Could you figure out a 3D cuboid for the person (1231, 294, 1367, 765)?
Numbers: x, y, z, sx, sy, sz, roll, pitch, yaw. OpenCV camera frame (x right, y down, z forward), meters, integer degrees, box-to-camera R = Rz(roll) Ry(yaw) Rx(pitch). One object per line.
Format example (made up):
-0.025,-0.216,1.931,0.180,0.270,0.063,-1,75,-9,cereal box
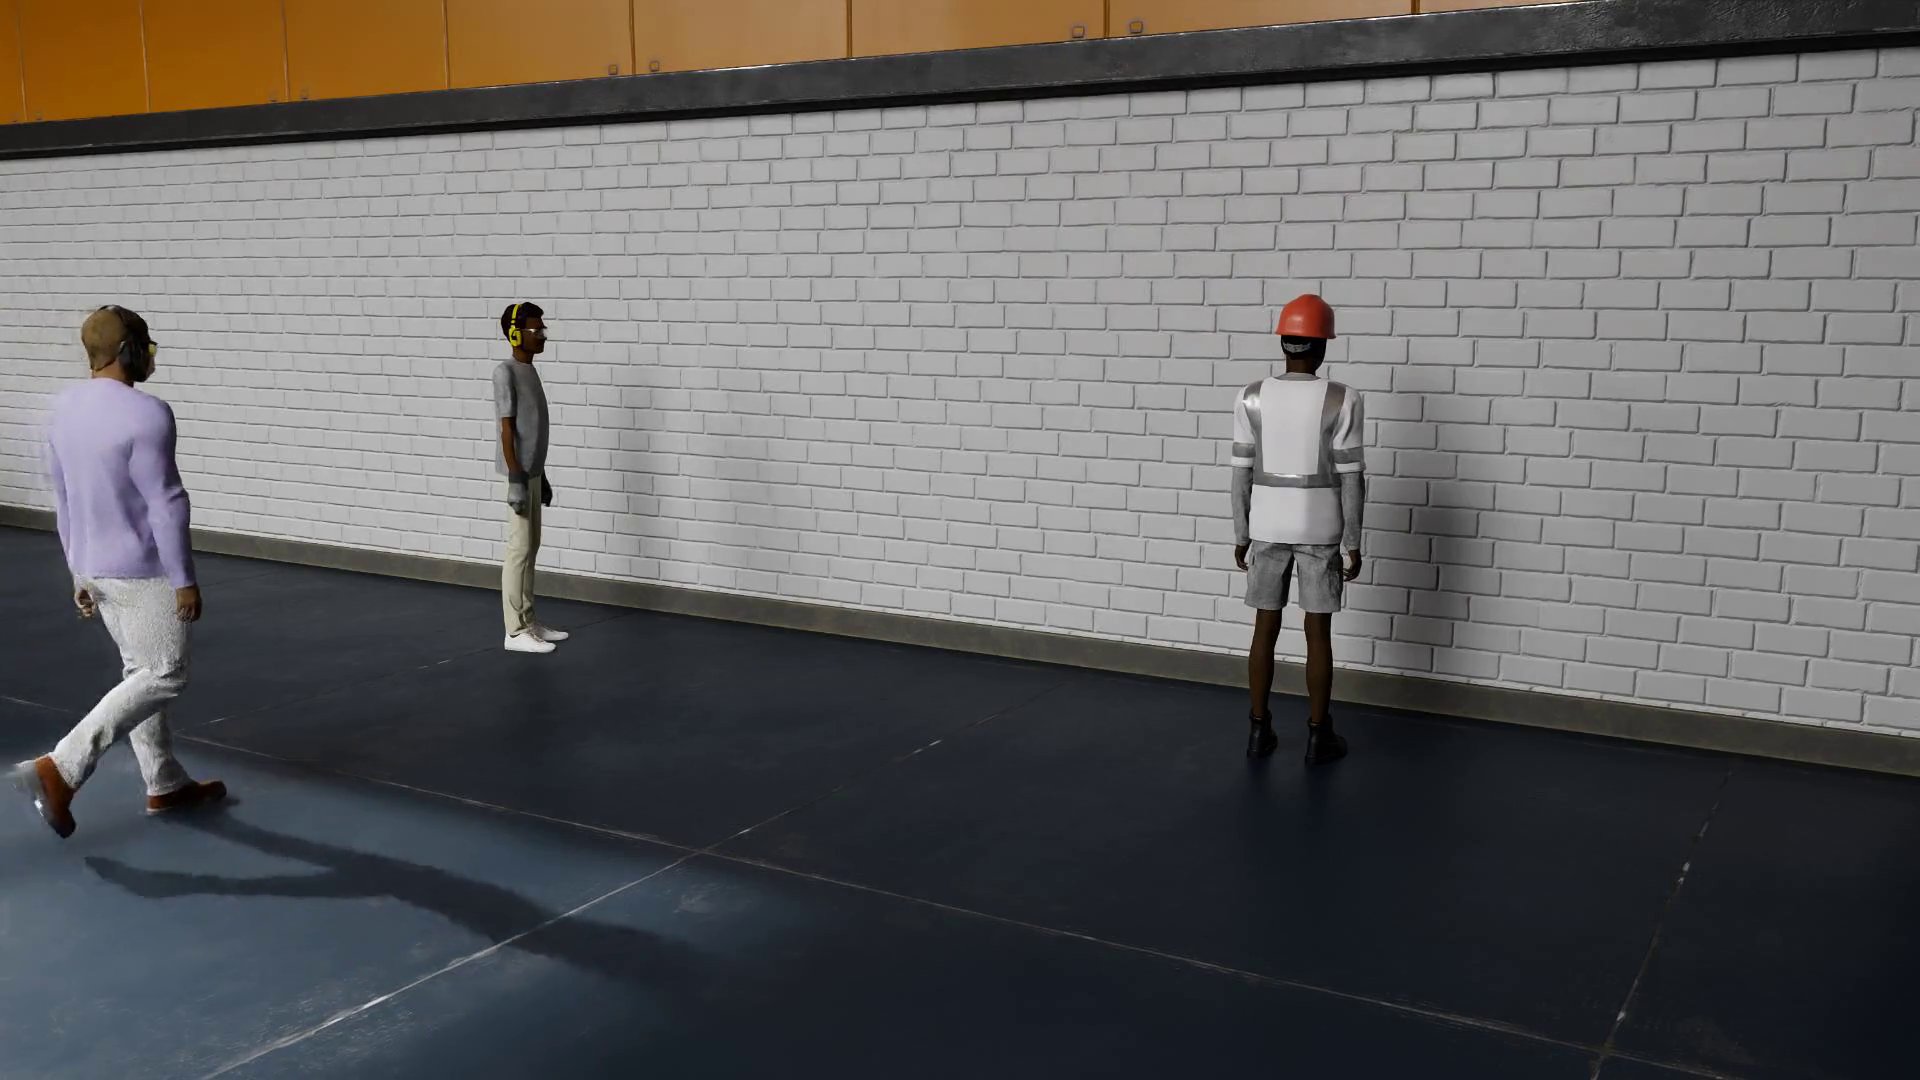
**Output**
1.401,-0.040,6.892,0.551,1.936,0.356,4,10,25,person

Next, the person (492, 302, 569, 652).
-2.324,-0.339,8.967,0.328,1.873,0.520,0,9,1,person

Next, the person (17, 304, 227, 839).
-3.036,0.121,5.956,0.637,1.920,0.742,6,11,35,person
